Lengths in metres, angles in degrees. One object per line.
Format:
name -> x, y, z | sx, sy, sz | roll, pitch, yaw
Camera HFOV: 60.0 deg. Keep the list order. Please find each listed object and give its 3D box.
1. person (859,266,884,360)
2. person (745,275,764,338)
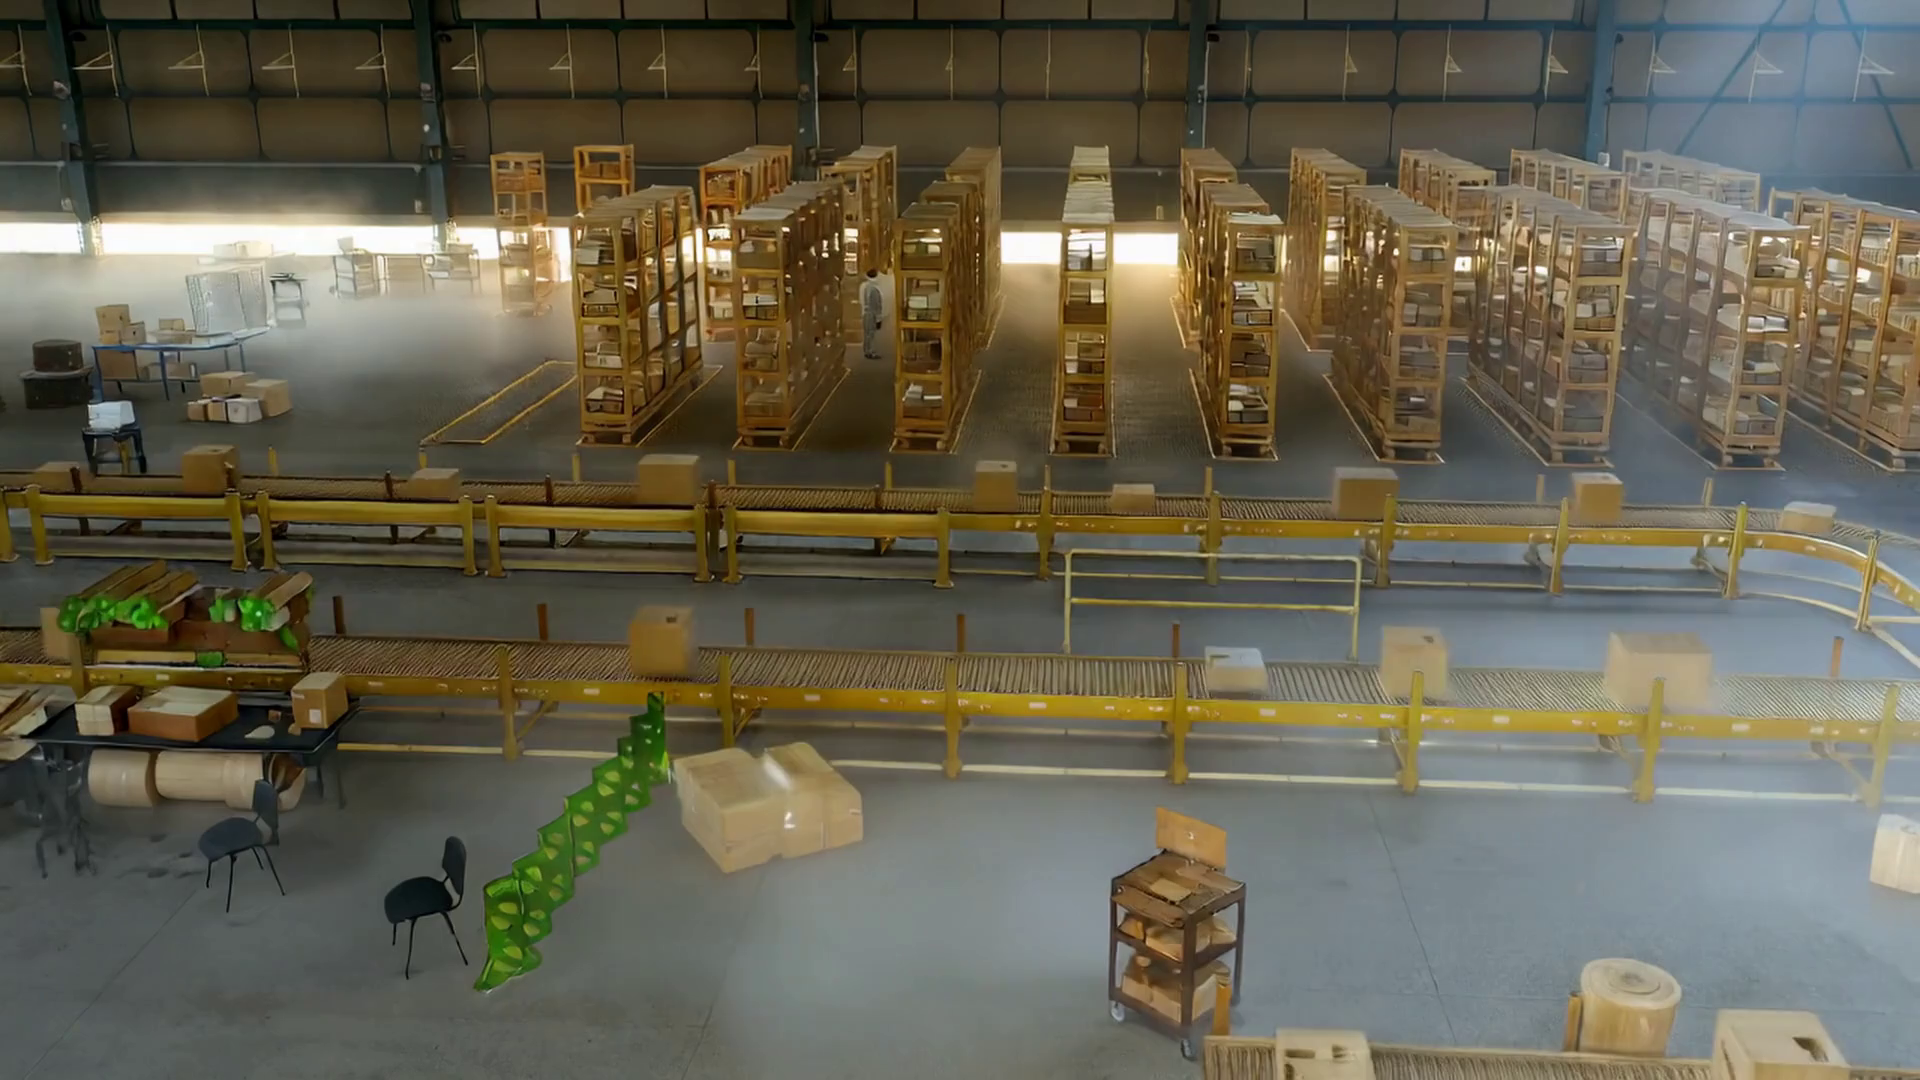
person -> -1.749, -4.462, 32.719 | 0.403, 1.833, 0.586 | -11, 20, -31
person -> -3.881, -4.338, 32.226 | 0.603, 1.894, 0.726 | 12, 21, 33
